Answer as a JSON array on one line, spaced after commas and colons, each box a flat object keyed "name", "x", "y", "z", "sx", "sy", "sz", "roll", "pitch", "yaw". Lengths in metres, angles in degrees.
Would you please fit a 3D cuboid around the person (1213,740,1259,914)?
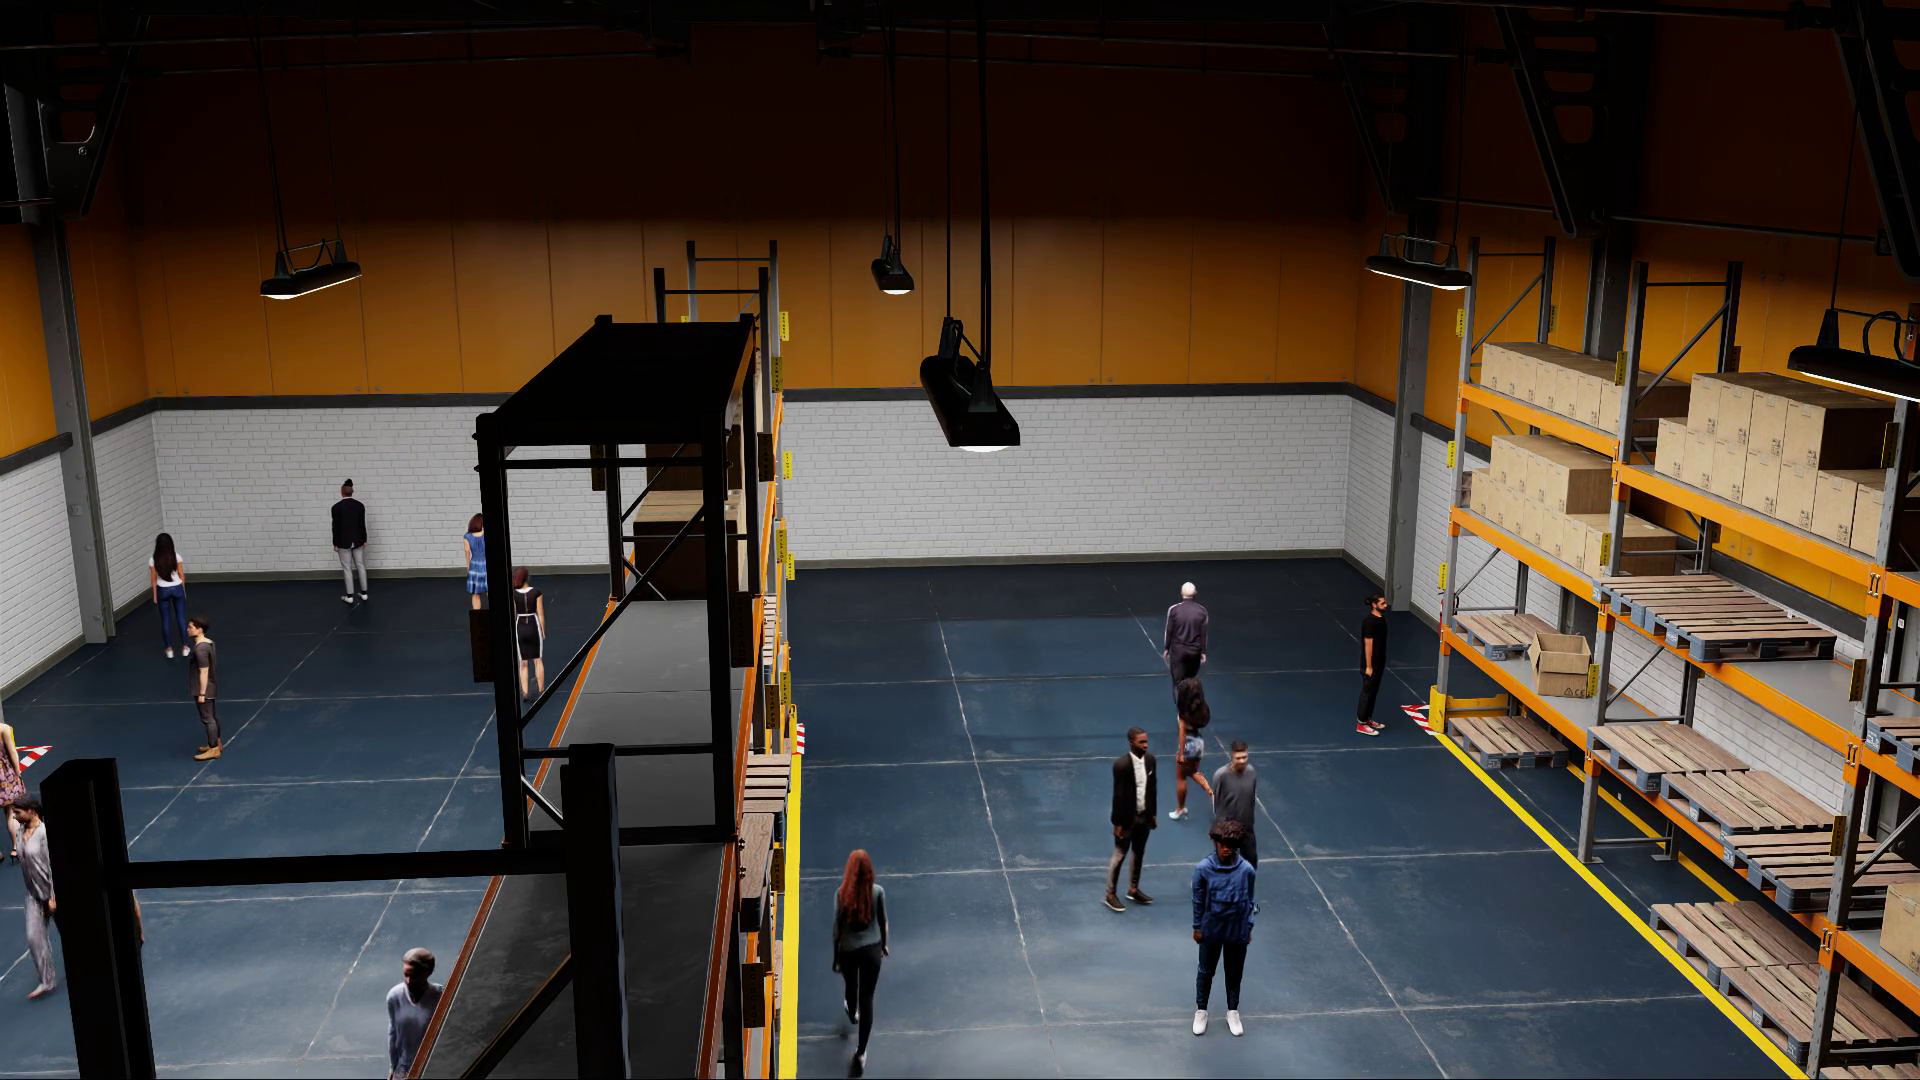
[{"name": "person", "x": 2.513, "y": 2.658, "z": 15.553, "sx": 0.683, "sy": 1.743, "sz": 0.698, "roll": -5, "pitch": 15, "yaw": -20}]

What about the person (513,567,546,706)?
[{"name": "person", "x": -5.543, "y": 1.227, "z": 21.352, "sx": 0.598, "sy": 1.796, "sz": 0.525, "roll": -3, "pitch": 14, "yaw": -11}]

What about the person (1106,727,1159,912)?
[{"name": "person", "x": 1.607, "y": 2.610, "z": 15.644, "sx": 0.741, "sy": 1.793, "sz": 0.723, "roll": -9, "pitch": 16, "yaw": -32}]

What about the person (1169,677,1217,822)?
[{"name": "person", "x": 2.495, "y": 2.238, "z": 17.566, "sx": 0.895, "sy": 1.611, "sz": 0.858, "roll": 9, "pitch": 16, "yaw": 34}]

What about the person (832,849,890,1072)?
[{"name": "person", "x": -0.771, "y": 3.301, "z": 12.986, "sx": 0.629, "sy": 1.700, "sz": 1.089, "roll": -2, "pitch": 14, "yaw": -7}]

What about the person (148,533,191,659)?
[{"name": "person", "x": -11.064, "y": 0.767, "z": 23.303, "sx": 0.644, "sy": 1.770, "sz": 0.620, "roll": -6, "pitch": 15, "yaw": -23}]

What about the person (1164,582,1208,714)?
[{"name": "person", "x": 2.786, "y": 1.458, "z": 20.383, "sx": 0.734, "sy": 1.802, "sz": 1.200, "roll": 0, "pitch": 14, "yaw": 0}]

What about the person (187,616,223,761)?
[{"name": "person", "x": -8.861, "y": 1.711, "z": 19.515, "sx": 0.719, "sy": 1.719, "sz": 0.539, "roll": -4, "pitch": 14, "yaw": -14}]

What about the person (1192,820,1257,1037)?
[{"name": "person", "x": 2.138, "y": 3.122, "z": 13.492, "sx": 0.702, "sy": 1.810, "sz": 0.595, "roll": 0, "pitch": 14, "yaw": 2}]

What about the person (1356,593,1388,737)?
[{"name": "person", "x": 5.050, "y": 1.490, "z": 20.344, "sx": 0.777, "sy": 1.757, "sz": 0.673, "roll": 7, "pitch": 15, "yaw": 28}]

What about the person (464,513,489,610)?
[{"name": "person", "x": -6.998, "y": 0.485, "z": 24.389, "sx": 0.674, "sy": 1.808, "sz": 0.572, "roll": -2, "pitch": 14, "yaw": -9}]

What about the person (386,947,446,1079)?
[{"name": "person", "x": -3.618, "y": 3.602, "z": 11.364, "sx": 0.776, "sy": 1.879, "sz": 0.805, "roll": 3, "pitch": 14, "yaw": 11}]

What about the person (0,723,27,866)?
[{"name": "person", "x": -9.606, "y": 2.391, "z": 16.589, "sx": 0.676, "sy": 1.773, "sz": 0.679, "roll": -2, "pitch": 14, "yaw": -10}]

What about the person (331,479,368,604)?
[{"name": "person", "x": -9.565, "y": -0.005, "z": 26.106, "sx": 0.783, "sy": 1.951, "sz": 0.820, "roll": -13, "pitch": 19, "yaw": -43}]
